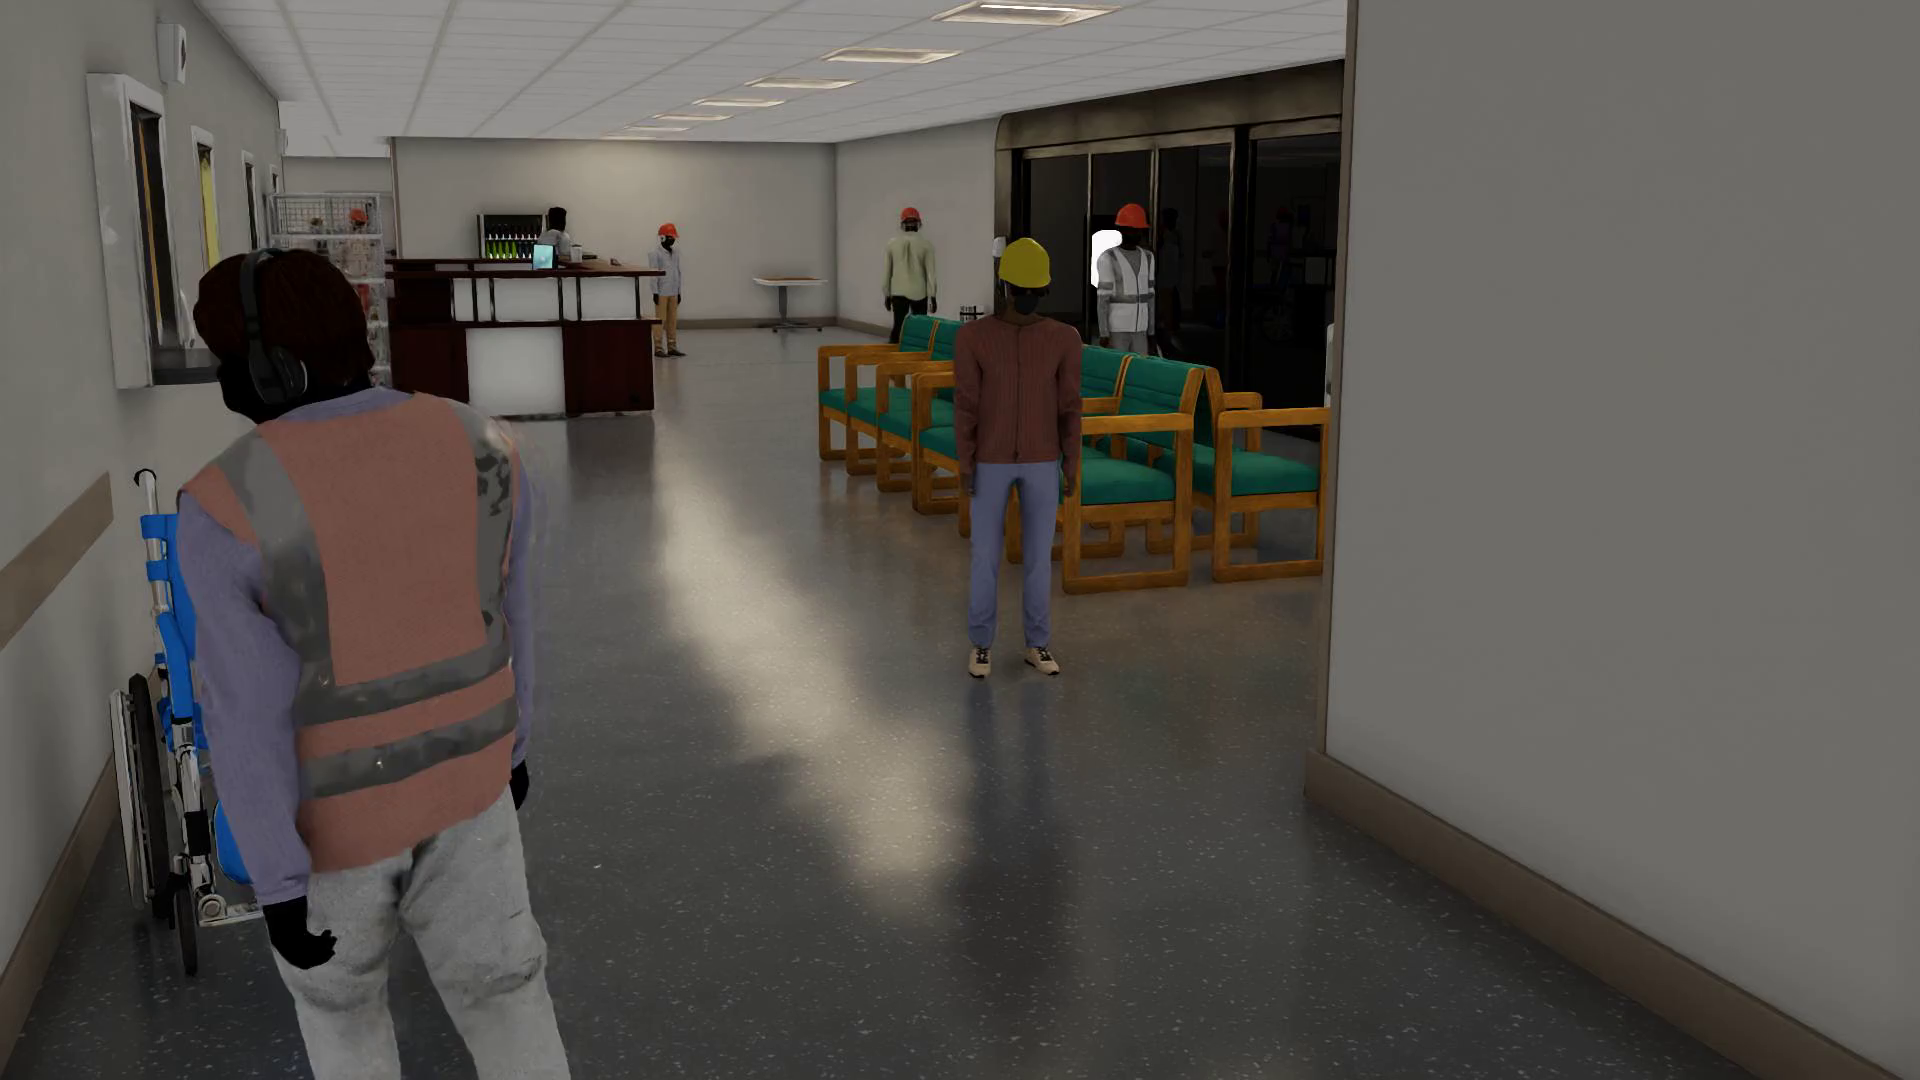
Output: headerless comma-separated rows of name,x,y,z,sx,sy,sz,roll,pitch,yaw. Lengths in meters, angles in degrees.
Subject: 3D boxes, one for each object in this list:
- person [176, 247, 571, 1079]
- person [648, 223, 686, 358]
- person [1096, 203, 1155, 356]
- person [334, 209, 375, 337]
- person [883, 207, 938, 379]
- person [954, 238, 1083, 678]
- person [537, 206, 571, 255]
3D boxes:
person,-0.909,0.429,2.700,0.900,1.796,0.634,10,15,43
person,-3.811,-3.253,21.698,0.352,1.743,0.564,7,13,30
person,1.345,-1.702,13.278,0.546,1.930,0.385,-7,13,-31
person,-9.316,-4.080,25.419,0.810,1.952,0.634,8,13,34
person,-0.585,-2.798,18.888,0.665,1.943,1.004,2,11,12
person,0.232,-0.306,6.575,0.517,1.752,0.374,-1,11,-7
person,-5.609,-3.652,23.179,0.608,1.963,0.371,7,13,34
